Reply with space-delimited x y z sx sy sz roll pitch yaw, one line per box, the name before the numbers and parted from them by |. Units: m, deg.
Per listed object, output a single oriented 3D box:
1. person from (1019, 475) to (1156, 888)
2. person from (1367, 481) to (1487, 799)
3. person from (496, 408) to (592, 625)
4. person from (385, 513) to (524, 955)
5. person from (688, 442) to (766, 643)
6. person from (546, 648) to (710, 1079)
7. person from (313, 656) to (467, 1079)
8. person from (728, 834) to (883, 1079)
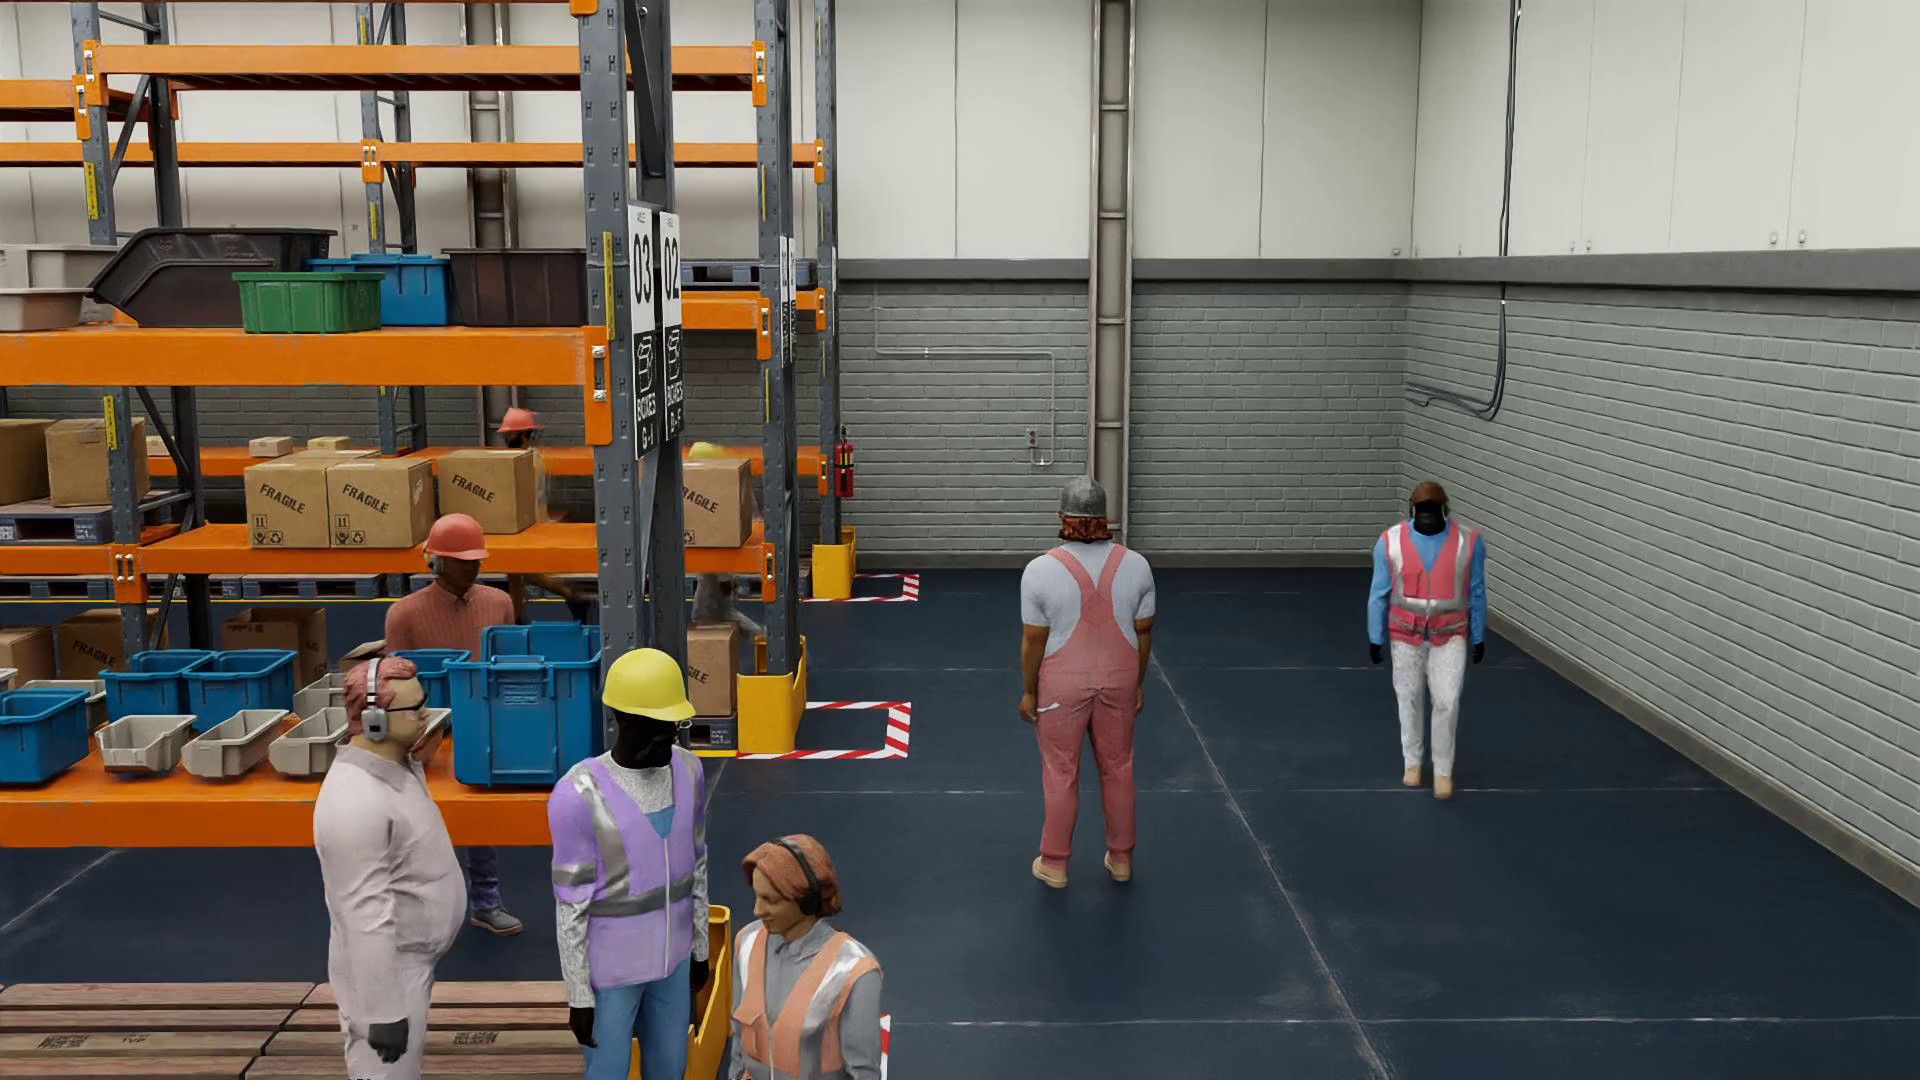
person | 0.595 0.686 8.216 0.672 2.000 0.536 -2 9 -13
person | 2.673 0.574 9.571 0.664 1.817 0.705 3 10 18
person | -3.480 -0.125 13.579 0.770 1.921 0.550 -5 11 -28
person | -2.218 0.858 7.377 0.629 1.982 0.429 -8 13 -42
person | -1.685 0.179 12.087 0.746 1.807 0.602 -1 9 -4
person | -0.962 1.264 5.064 0.392 1.918 0.588 7 12 37
person | -1.676 1.291 4.965 0.408 1.916 0.654 -2 10 -14
person | -0.385 1.536 4.263 0.528 1.630 0.314 8 12 40
